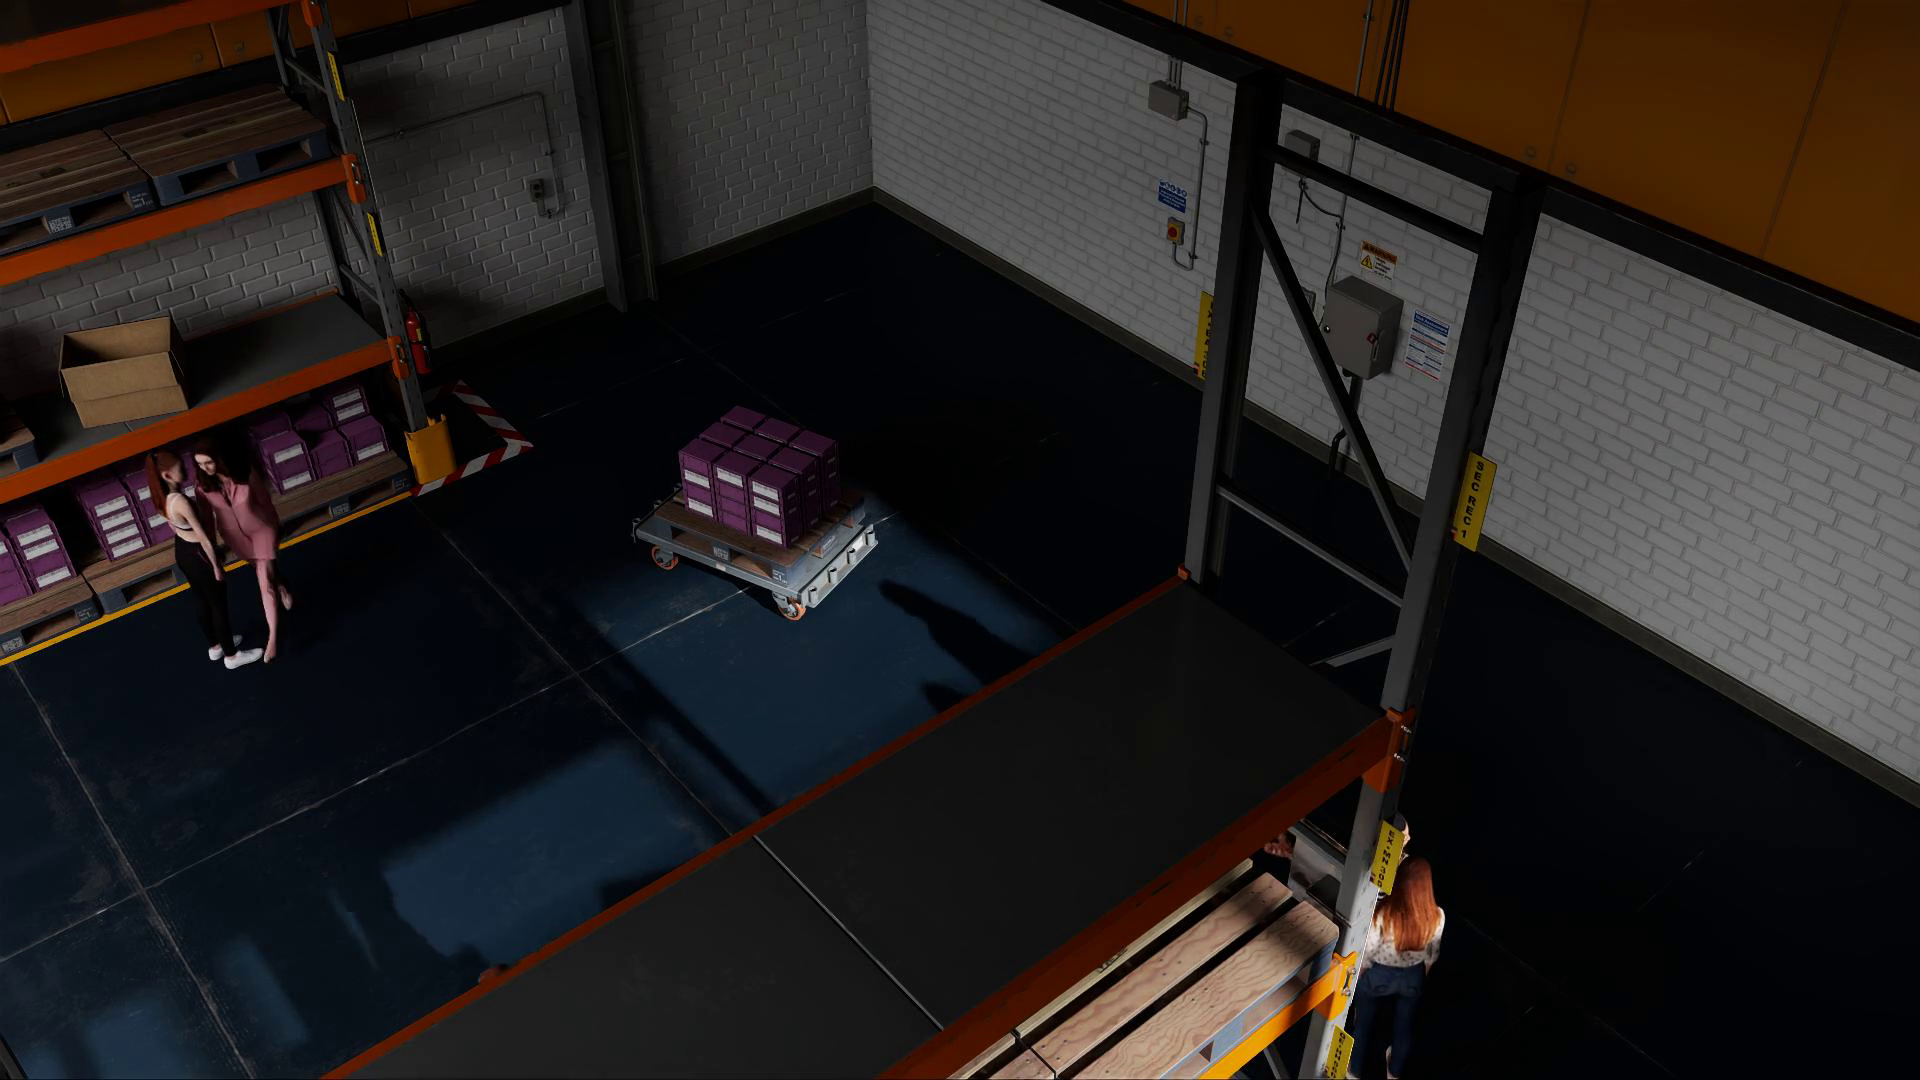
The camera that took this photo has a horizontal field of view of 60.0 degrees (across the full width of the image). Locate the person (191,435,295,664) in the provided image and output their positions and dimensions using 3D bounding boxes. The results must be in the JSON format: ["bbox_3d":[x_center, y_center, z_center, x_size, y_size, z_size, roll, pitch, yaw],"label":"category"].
[{"bbox_3d":[-4.894,-0.079,11.534,1.180,1.738,1.074,-7,39,-9],"label":"person"}]

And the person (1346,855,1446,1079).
[{"bbox_3d":[2.245,2.258,8.616,0.637,1.728,0.705,1,39,2],"label":"person"}]

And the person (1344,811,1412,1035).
[{"bbox_3d":[2.123,2.061,8.807,0.674,1.797,0.635,0,39,0],"label":"person"}]

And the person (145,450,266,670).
[{"bbox_3d":[-5.164,0.136,11.261,0.612,1.742,0.560,28,47,31],"label":"person"}]
